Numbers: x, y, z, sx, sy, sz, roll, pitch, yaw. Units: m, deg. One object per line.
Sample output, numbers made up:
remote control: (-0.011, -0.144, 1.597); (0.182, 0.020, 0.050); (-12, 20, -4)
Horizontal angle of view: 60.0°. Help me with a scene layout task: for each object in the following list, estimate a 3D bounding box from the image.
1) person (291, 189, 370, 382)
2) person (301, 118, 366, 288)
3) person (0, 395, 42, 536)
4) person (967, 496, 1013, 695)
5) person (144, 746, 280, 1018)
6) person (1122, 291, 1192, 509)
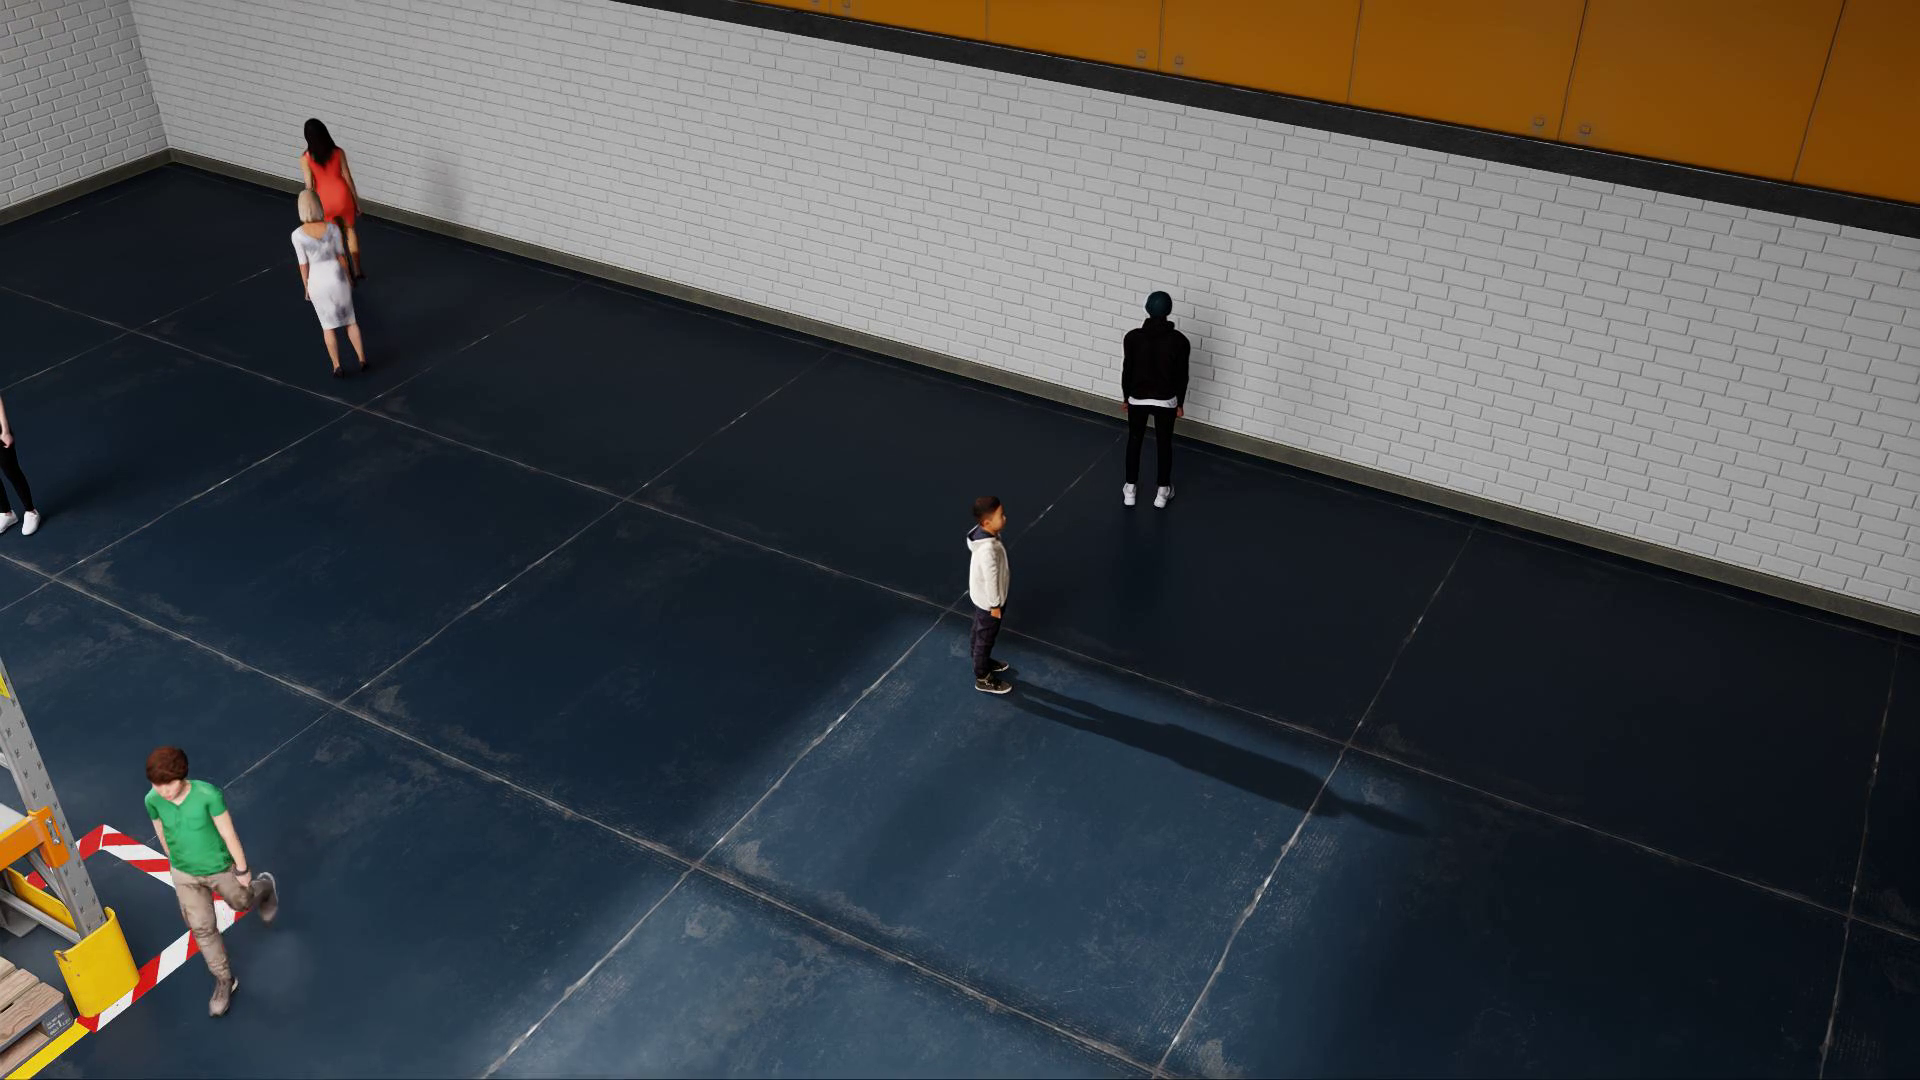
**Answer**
person: (-5.541, -2.236, 14.596); (0.600, 1.750, 0.706); (-18, 37, -24)
person: (-6.044, -3.231, 16.128); (0.707, 1.710, 0.799); (-17, 37, -24)
person: (-7.327, -0.835, 12.495); (0.671, 1.742, 0.685); (-1, 34, -1)
person: (0.179, 0.341, 10.984); (0.722, 1.455, 0.625); (-1, 34, -2)
person: (-3.972, 1.668, 8.839); (0.972, 1.621, 1.144); (-3, 34, -4)
person: (1.486, -1.089, 12.807); (0.740, 1.818, 0.702); (6, 34, 9)
